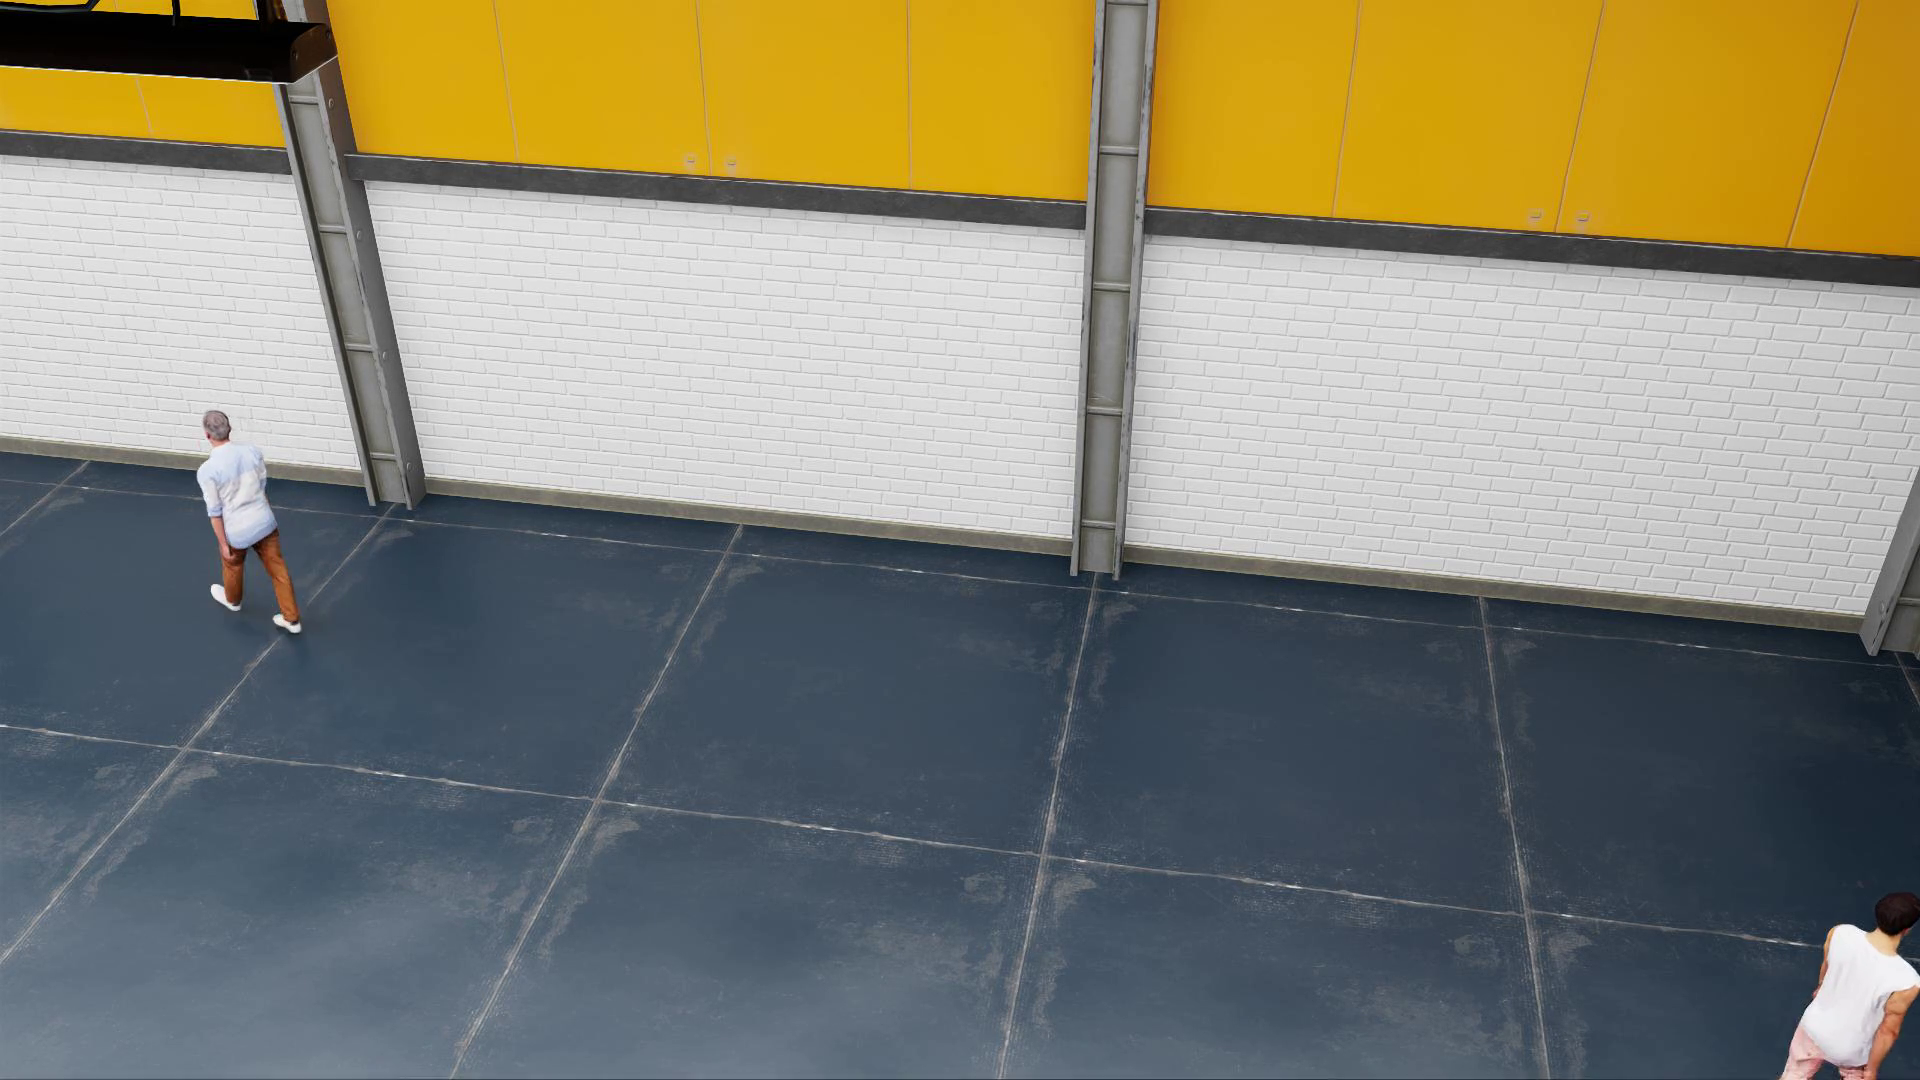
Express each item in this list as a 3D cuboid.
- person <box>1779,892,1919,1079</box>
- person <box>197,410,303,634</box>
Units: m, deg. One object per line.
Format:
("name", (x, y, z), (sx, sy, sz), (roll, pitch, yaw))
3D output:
("person", (4.370, 2.498, 8.373), (1.192, 1.737, 1.084), (-17, 37, -24))
("person", (-5.175, -0.072, 12.193), (1.196, 1.787, 1.015), (23, 40, 30))
